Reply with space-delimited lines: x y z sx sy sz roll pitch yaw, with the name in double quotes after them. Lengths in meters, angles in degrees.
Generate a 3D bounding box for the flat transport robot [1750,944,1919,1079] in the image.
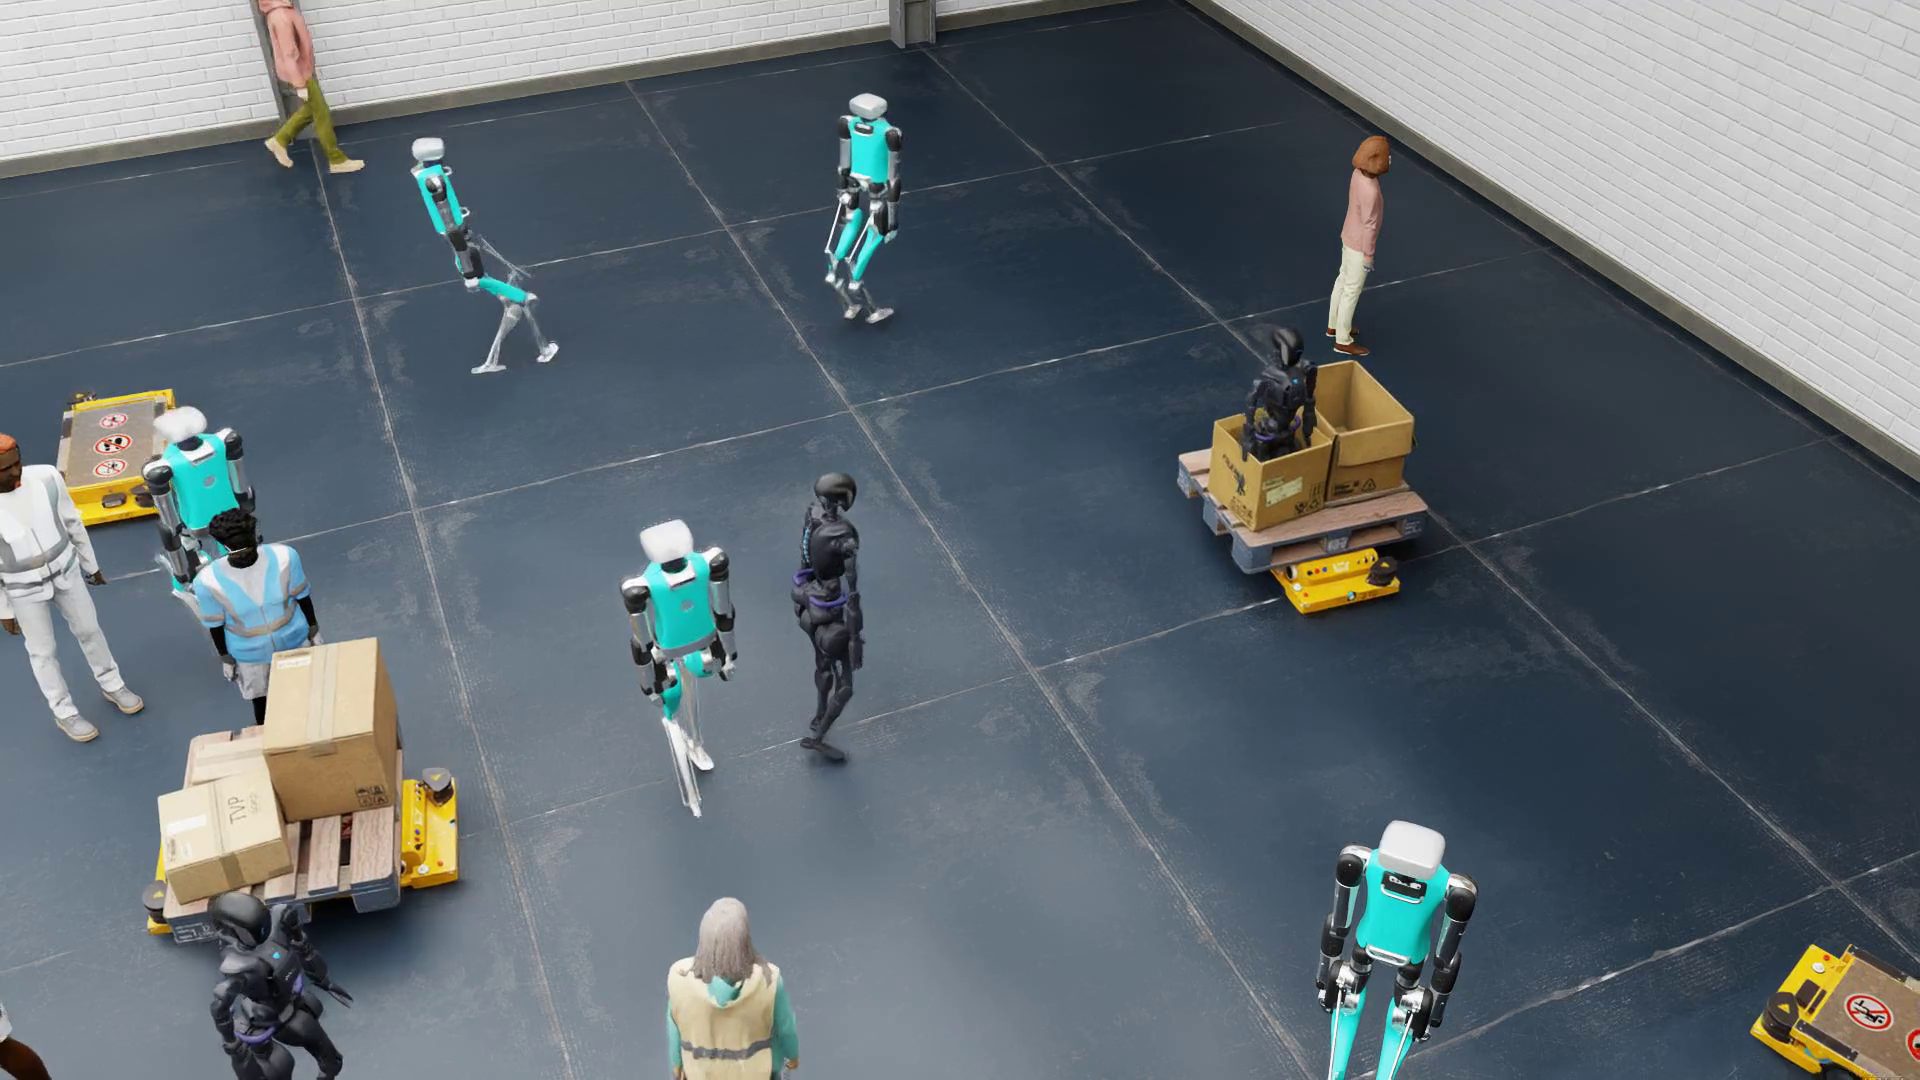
4.295 2.332 7.238 1.431 0.231 0.659 31 47 34 "flat transport robot"

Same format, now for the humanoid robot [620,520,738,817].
-1.431 0.564 8.344 0.549 1.800 0.793 -20 42 -24 "humanoid robot"

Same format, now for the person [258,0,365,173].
-5.673 -3.977 14.182 0.709 1.815 0.540 -10 39 -13 "person"

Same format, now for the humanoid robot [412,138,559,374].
-3.234 -1.990 11.701 0.934 1.803 0.561 -10 39 -12 "humanoid robot"

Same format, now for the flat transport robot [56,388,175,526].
-5.595 -0.587 11.038 0.659 0.231 1.431 -12 39 -15 "flat transport robot"

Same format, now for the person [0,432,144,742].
-4.764 0.224 8.665 0.350 1.879 0.578 24 44 28 "person"

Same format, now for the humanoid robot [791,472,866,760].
-0.722 0.380 8.631 0.476 1.644 0.611 -20 42 -24 "humanoid robot"

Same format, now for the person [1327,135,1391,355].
2.866 -2.115 11.901 0.289 1.636 0.498 -1 38 -1 "person"

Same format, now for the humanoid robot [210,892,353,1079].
-2.719 1.923 6.617 0.397 1.640 0.599 8 38 10 "humanoid robot"

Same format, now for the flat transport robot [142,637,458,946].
-3.249 1.534 8.277 1.431 0.231 0.659 -9 38 -11 "flat transport robot"

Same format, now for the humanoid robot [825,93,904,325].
-0.765 -2.305 11.959 0.533 1.677 0.735 20 42 24 "humanoid robot"

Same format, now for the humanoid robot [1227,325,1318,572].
1.871 -0.530 9.806 0.588 1.657 0.334 -24 43 -27 "humanoid robot"

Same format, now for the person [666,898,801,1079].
-0.869 2.012 6.478 0.507 1.692 0.468 2 38 2 "person"

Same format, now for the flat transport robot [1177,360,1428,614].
2.107 -0.095 10.398 0.659 0.231 1.431 -12 39 -15 "flat transport robot"

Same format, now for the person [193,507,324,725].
-3.487 0.527 8.420 0.534 1.692 0.317 -22 43 -26 "person"

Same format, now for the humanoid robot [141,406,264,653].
-4.125 0.011 9.046 0.712 1.787 0.546 25 44 29 "humanoid robot"

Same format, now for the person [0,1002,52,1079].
-4.116 1.739 6.661 0.599 1.917 0.488 13 39 17 "person"

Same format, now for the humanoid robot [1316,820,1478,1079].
1.602 1.891 6.500 0.533 1.673 0.735 15 40 19 "humanoid robot"
